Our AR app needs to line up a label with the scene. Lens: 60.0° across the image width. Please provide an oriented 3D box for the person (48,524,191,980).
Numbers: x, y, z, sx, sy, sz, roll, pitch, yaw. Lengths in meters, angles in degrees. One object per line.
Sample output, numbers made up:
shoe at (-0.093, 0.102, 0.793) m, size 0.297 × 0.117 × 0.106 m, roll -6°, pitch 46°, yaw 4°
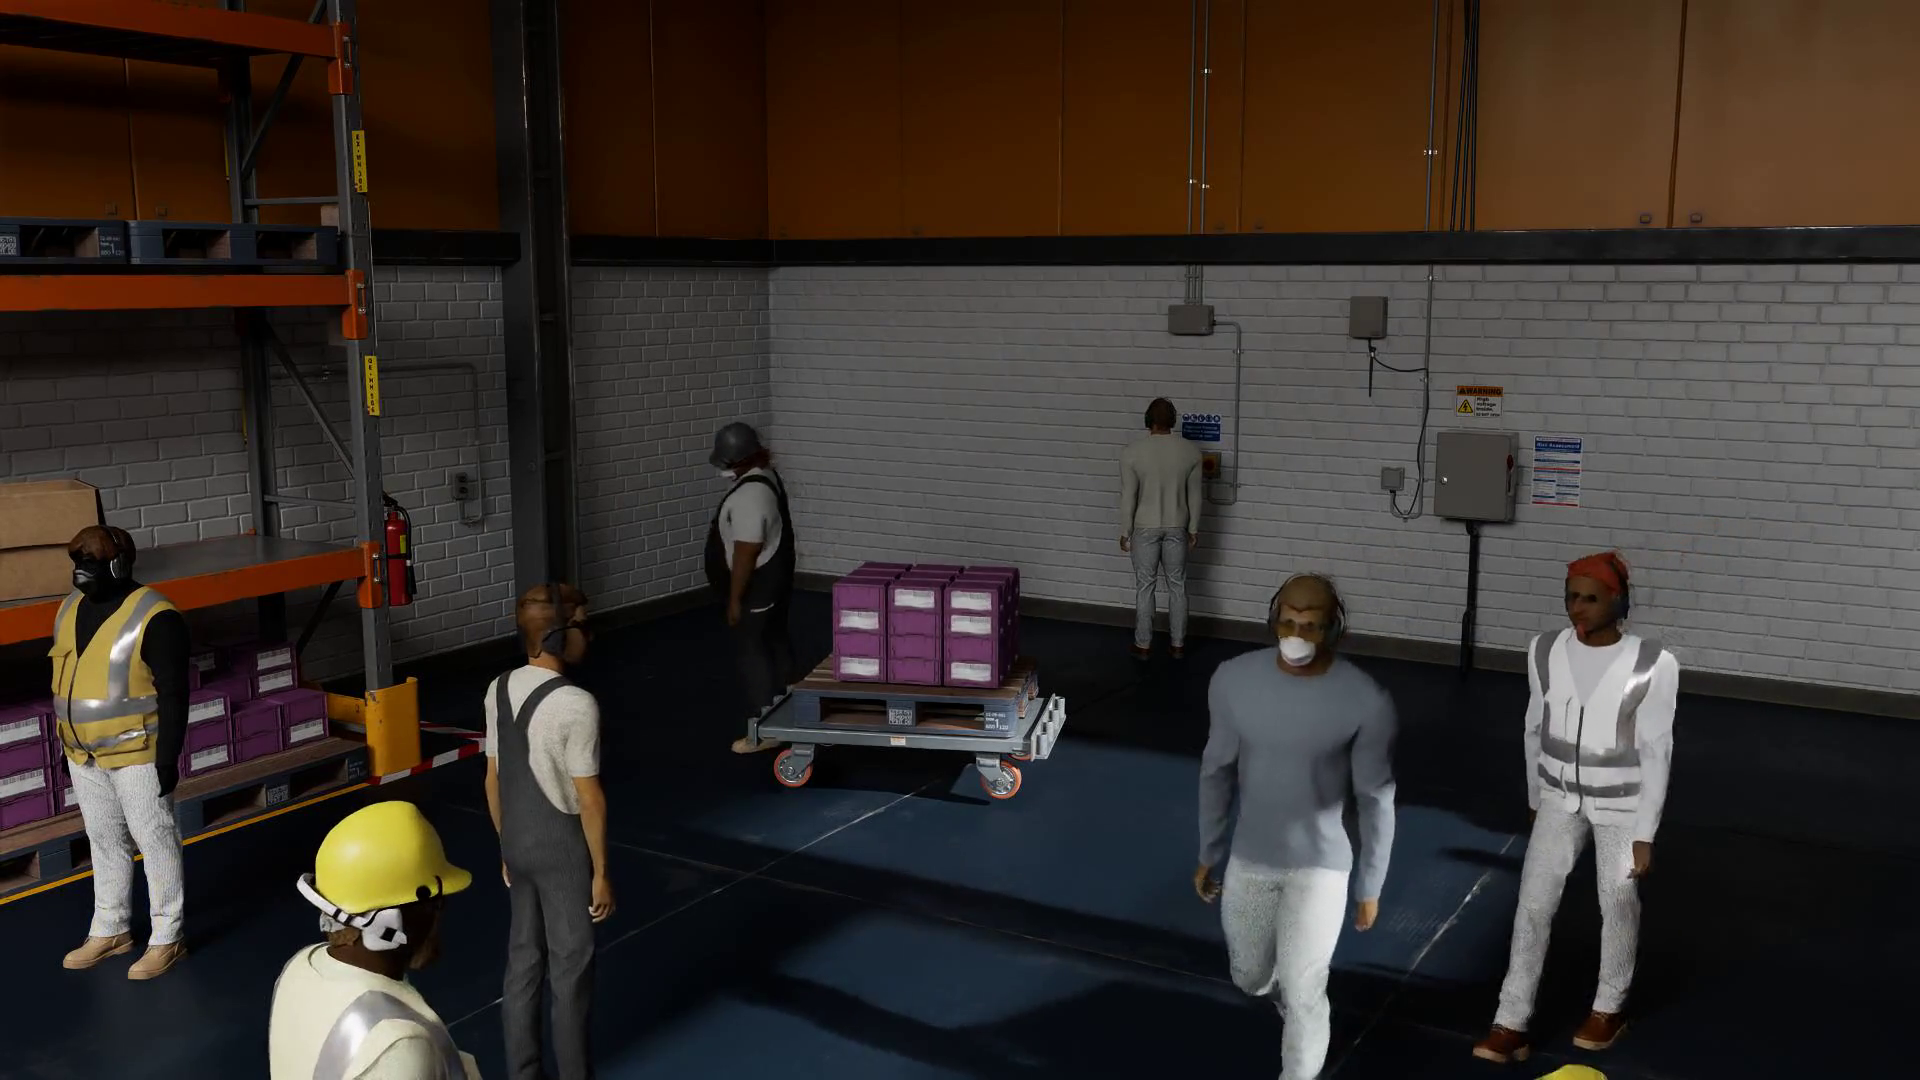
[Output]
person at (-3.408, 0.851, 6.731) m, size 0.621 × 1.845 × 0.429 m, roll 3°, pitch 10°, yaw 20°

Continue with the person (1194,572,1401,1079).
person at (1.114, 1.027, 5.418) m, size 0.636 × 1.916 × 0.765 m, roll 6°, pitch 11°, yaw 33°

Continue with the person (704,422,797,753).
person at (-1.246, 0.224, 10.024) m, size 0.536 × 2.000 × 0.863 m, roll 2°, pitch 9°, yaw 9°

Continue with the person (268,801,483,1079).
person at (-1.120, 1.407, 3.288) m, size 0.404 × 1.829 × 0.600 m, roll -7°, pitch 12°, yaw -38°

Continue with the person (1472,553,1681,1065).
person at (2.186, 0.983, 5.892) m, size 0.580 × 1.852 × 0.887 m, roll 9°, pitch 12°, yaw 43°

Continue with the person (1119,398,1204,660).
person at (1.466, -0.078, 12.224) m, size 0.630 × 1.940 × 0.372 m, roll -1°, pitch 9°, yaw -9°

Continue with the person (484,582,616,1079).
person at (-1.335, 1.052, 5.471) m, size 0.507 × 1.842 × 0.339 m, roll 7°, pitch 11°, yaw 35°

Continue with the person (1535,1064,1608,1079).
person at (0.803, 1.606, 2.333) m, size 0.529 × 1.743 × 0.710 m, roll 5°, pitch 10°, yaw 29°
